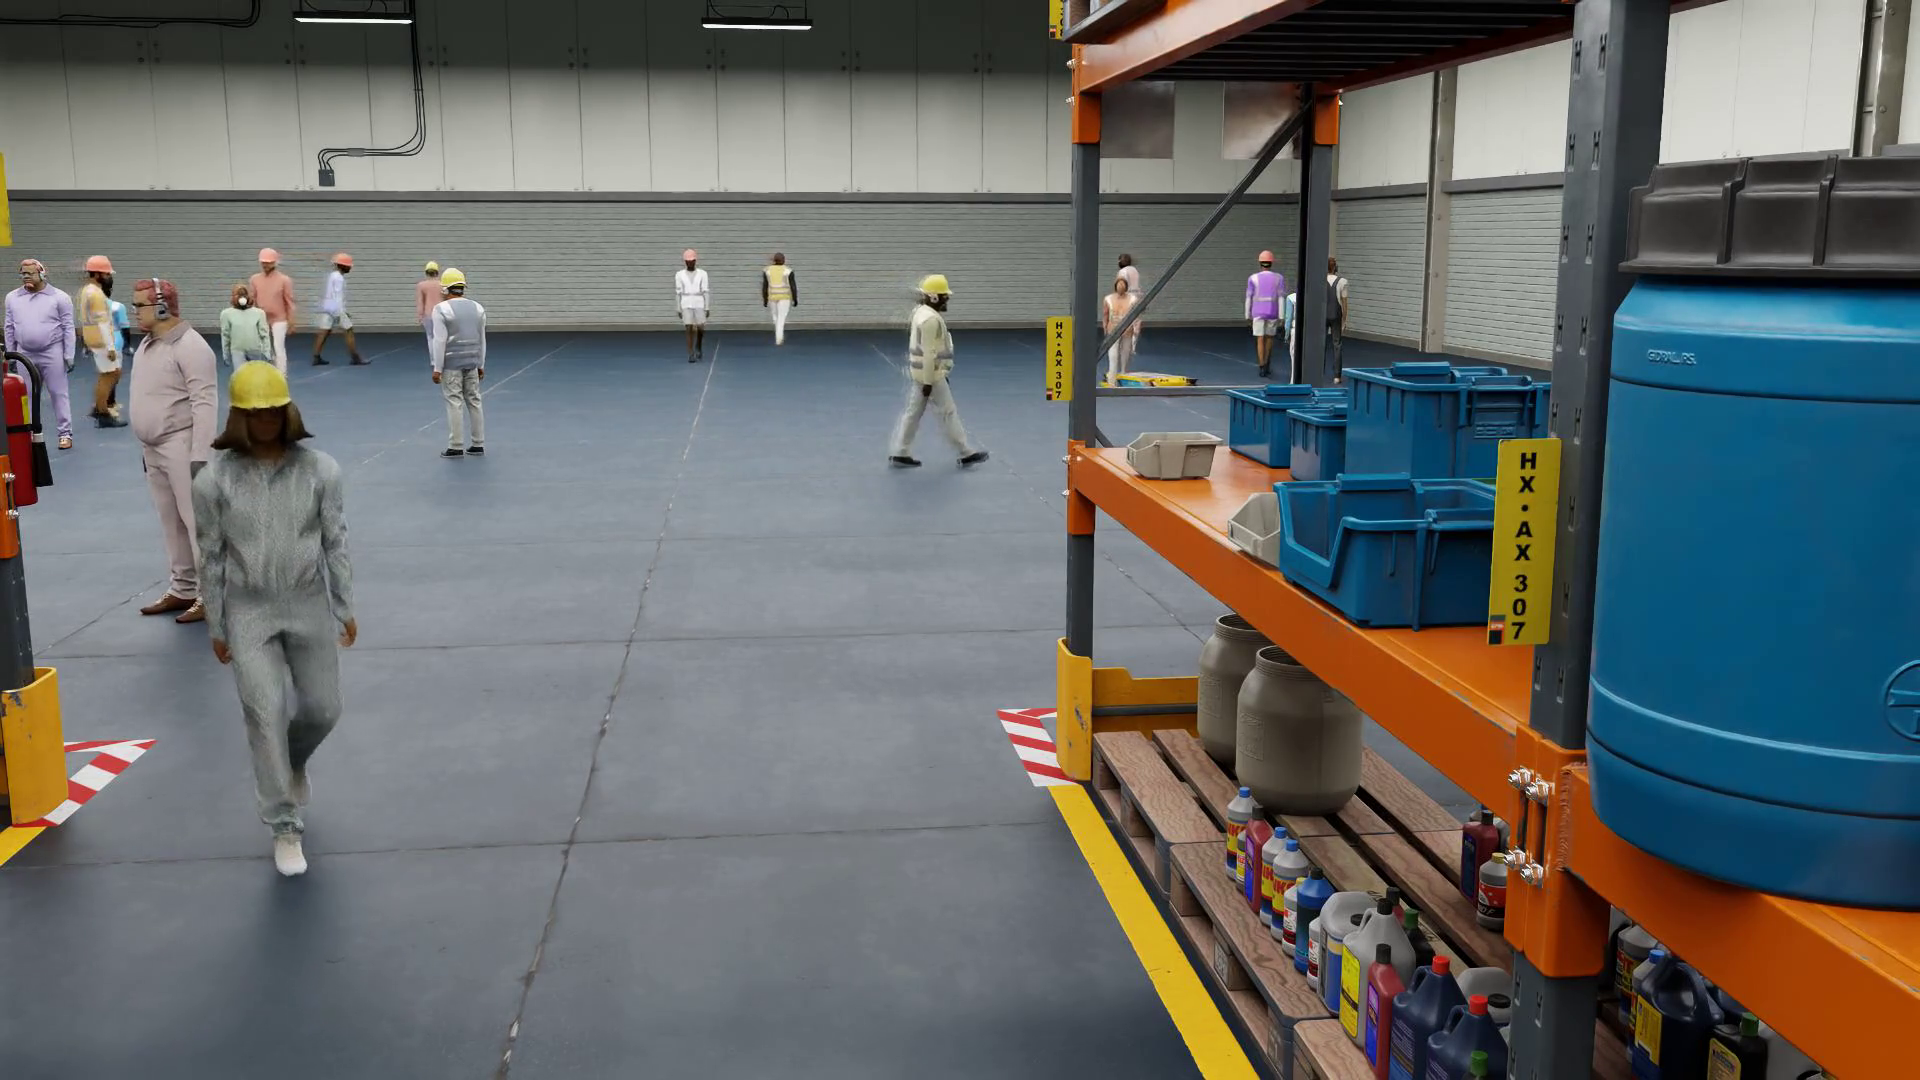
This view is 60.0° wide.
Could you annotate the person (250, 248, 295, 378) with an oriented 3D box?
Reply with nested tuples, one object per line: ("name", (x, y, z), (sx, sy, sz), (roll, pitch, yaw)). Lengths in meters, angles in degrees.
("person", (-9.574, -3.072, 23.173), (0.634, 1.977, 0.469), (1, 10, 4))

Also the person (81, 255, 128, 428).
("person", (-9.552, -2.203, 18.566), (0.403, 1.923, 0.585), (-7, 12, -33))

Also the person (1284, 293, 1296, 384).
("person", (4.611, -2.751, 22.353), (0.521, 1.638, 0.311), (-2, 10, -9))

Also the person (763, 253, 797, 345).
("person", (-3.559, -4.822, 33.257), (0.651, 1.797, 0.950), (2, 11, 12))

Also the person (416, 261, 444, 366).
("person", (-8.609, -3.695, 27.262), (0.530, 1.744, 0.727), (-4, 11, -19))

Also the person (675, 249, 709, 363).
("person", (-4.548, -3.974, 28.265), (0.570, 1.924, 0.421), (-2, 10, -9))

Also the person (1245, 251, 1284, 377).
("person", (4.664, -3.474, 25.587), (0.574, 1.900, 0.902), (0, 10, 2))

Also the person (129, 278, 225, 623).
("person", (-4.385, -0.493, 9.253), (0.645, 1.905, 0.400), (8, 13, 38))

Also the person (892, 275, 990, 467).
("person", (-0.216, -1.546, 15.353), (0.921, 1.784, 0.602), (-2, 11, -13))

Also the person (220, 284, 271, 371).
("person", (-8.282, -2.170, 19.296), (0.506, 1.600, 0.830), (-6, 12, -29))

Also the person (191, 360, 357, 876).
("person", (-2.361, 0.235, 5.728), (0.489, 1.728, 0.612), (-7, 13, -34))

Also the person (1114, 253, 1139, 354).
("person", (3.006, -4.311, 30.415), (0.544, 1.827, 0.640), (9, 13, 39))

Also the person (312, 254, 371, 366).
("person", (-10.358, -3.807, 27.601), (0.905, 1.865, 0.574), (-7, 12, -33))

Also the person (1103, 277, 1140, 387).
("person", (2.230, -2.833, 22.952), (0.518, 1.586, 0.894), (1, 10, 6))

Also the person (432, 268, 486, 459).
("person", (-4.853, -1.701, 16.070), (0.404, 1.830, 0.602), (7, 13, 34))

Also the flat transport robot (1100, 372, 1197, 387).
("flat transport robot", (2.611, -2.180, 22.980), (0.652, 0.197, 1.431), (-6, 12, -30))

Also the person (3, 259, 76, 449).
("person", (-9.235, -1.852, 16.693), (0.651, 1.907, 0.409), (-2, 10, -9))

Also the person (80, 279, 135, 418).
("person", (-10.082, -2.295, 19.778), (0.550, 1.662, 0.792), (0, 10, 2))

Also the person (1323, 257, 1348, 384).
("person", (5.378, -3.194, 24.231), (0.505, 1.841, 0.347), (1, 10, 5))
